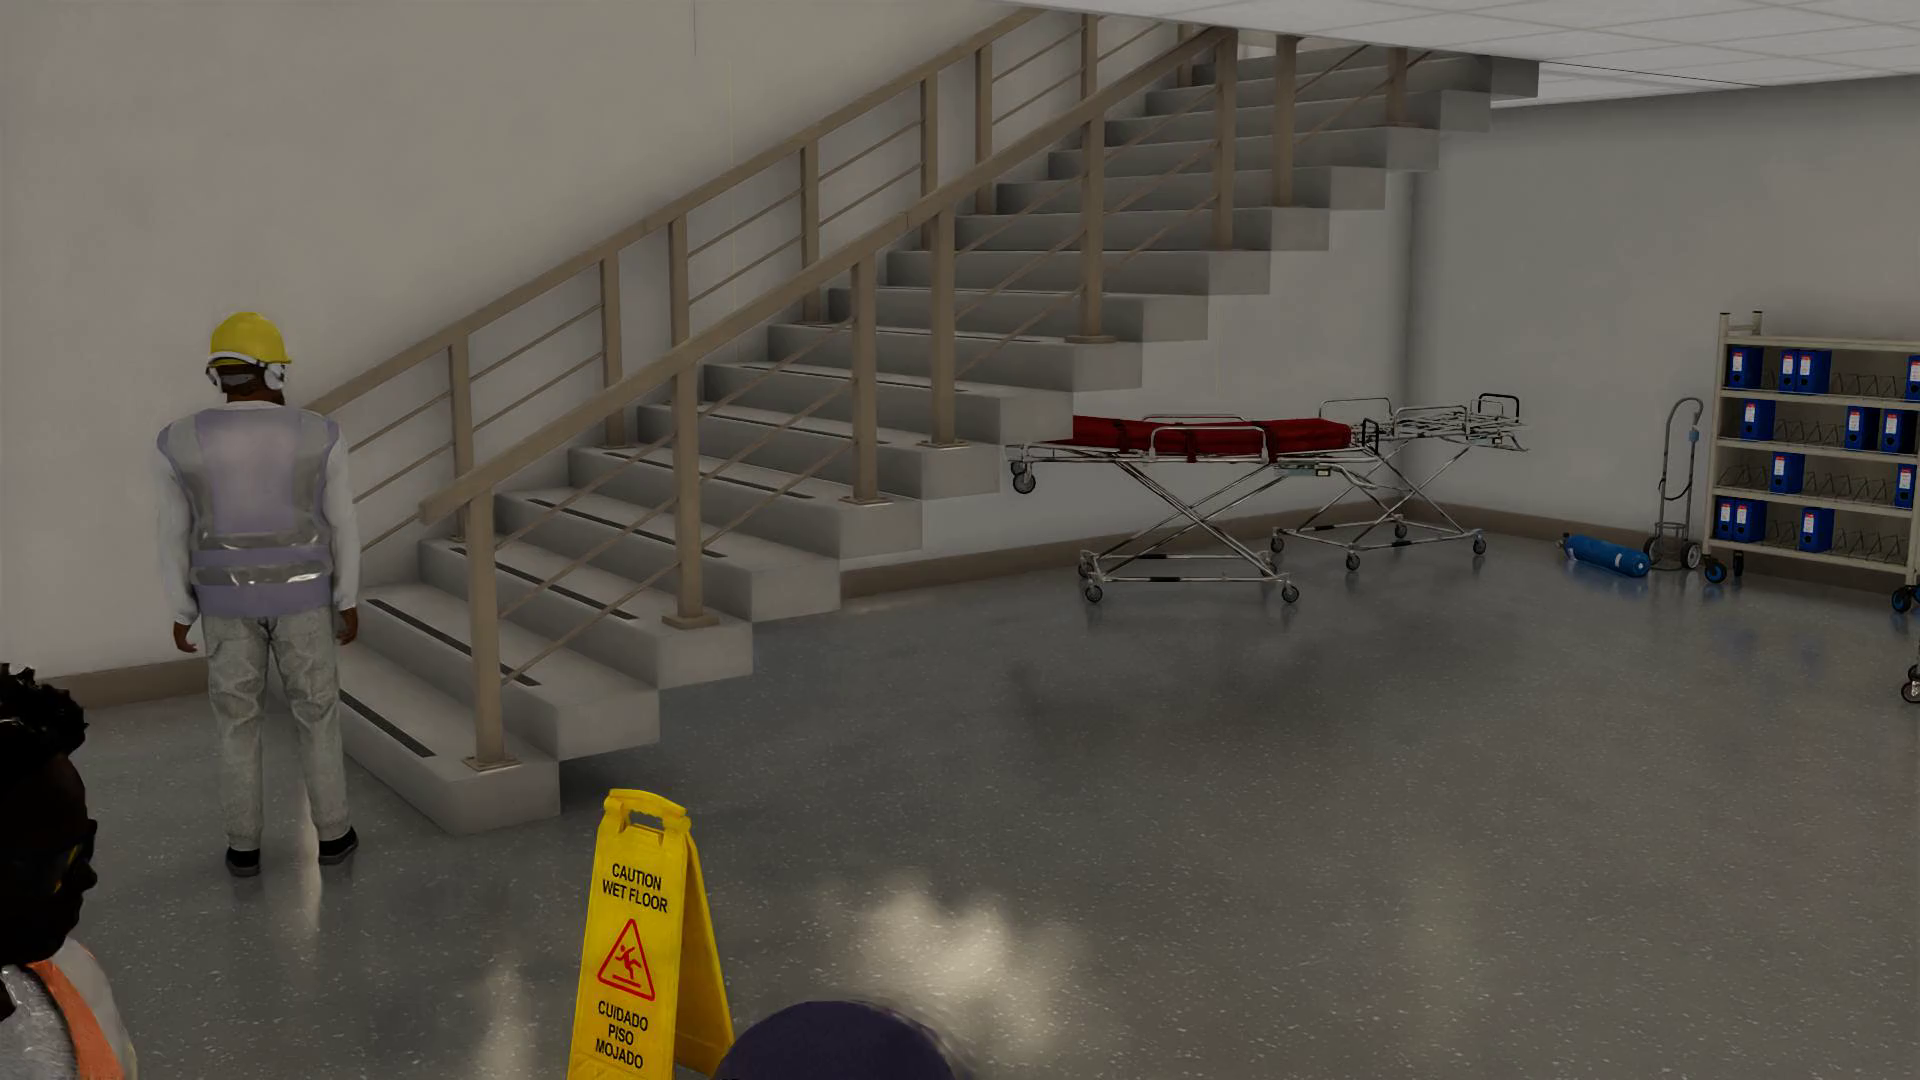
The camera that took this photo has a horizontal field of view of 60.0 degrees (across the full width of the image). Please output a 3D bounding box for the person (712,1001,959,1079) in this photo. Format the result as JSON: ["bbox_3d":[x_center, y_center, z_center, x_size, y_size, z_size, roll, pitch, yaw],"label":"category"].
[{"bbox_3d":[-0.131,0.942,0.838,0.439,1.892,0.683,-1,10,-5],"label":"person"}]

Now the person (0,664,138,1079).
[{"bbox_3d":[-0.927,0.948,1.531,0.695,1.684,0.562,0,10,0],"label":"person"}]

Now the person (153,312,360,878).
[{"bbox_3d":[-2.260,0.181,5.410,0.593,1.828,0.403,-3,10,-19],"label":"person"}]
